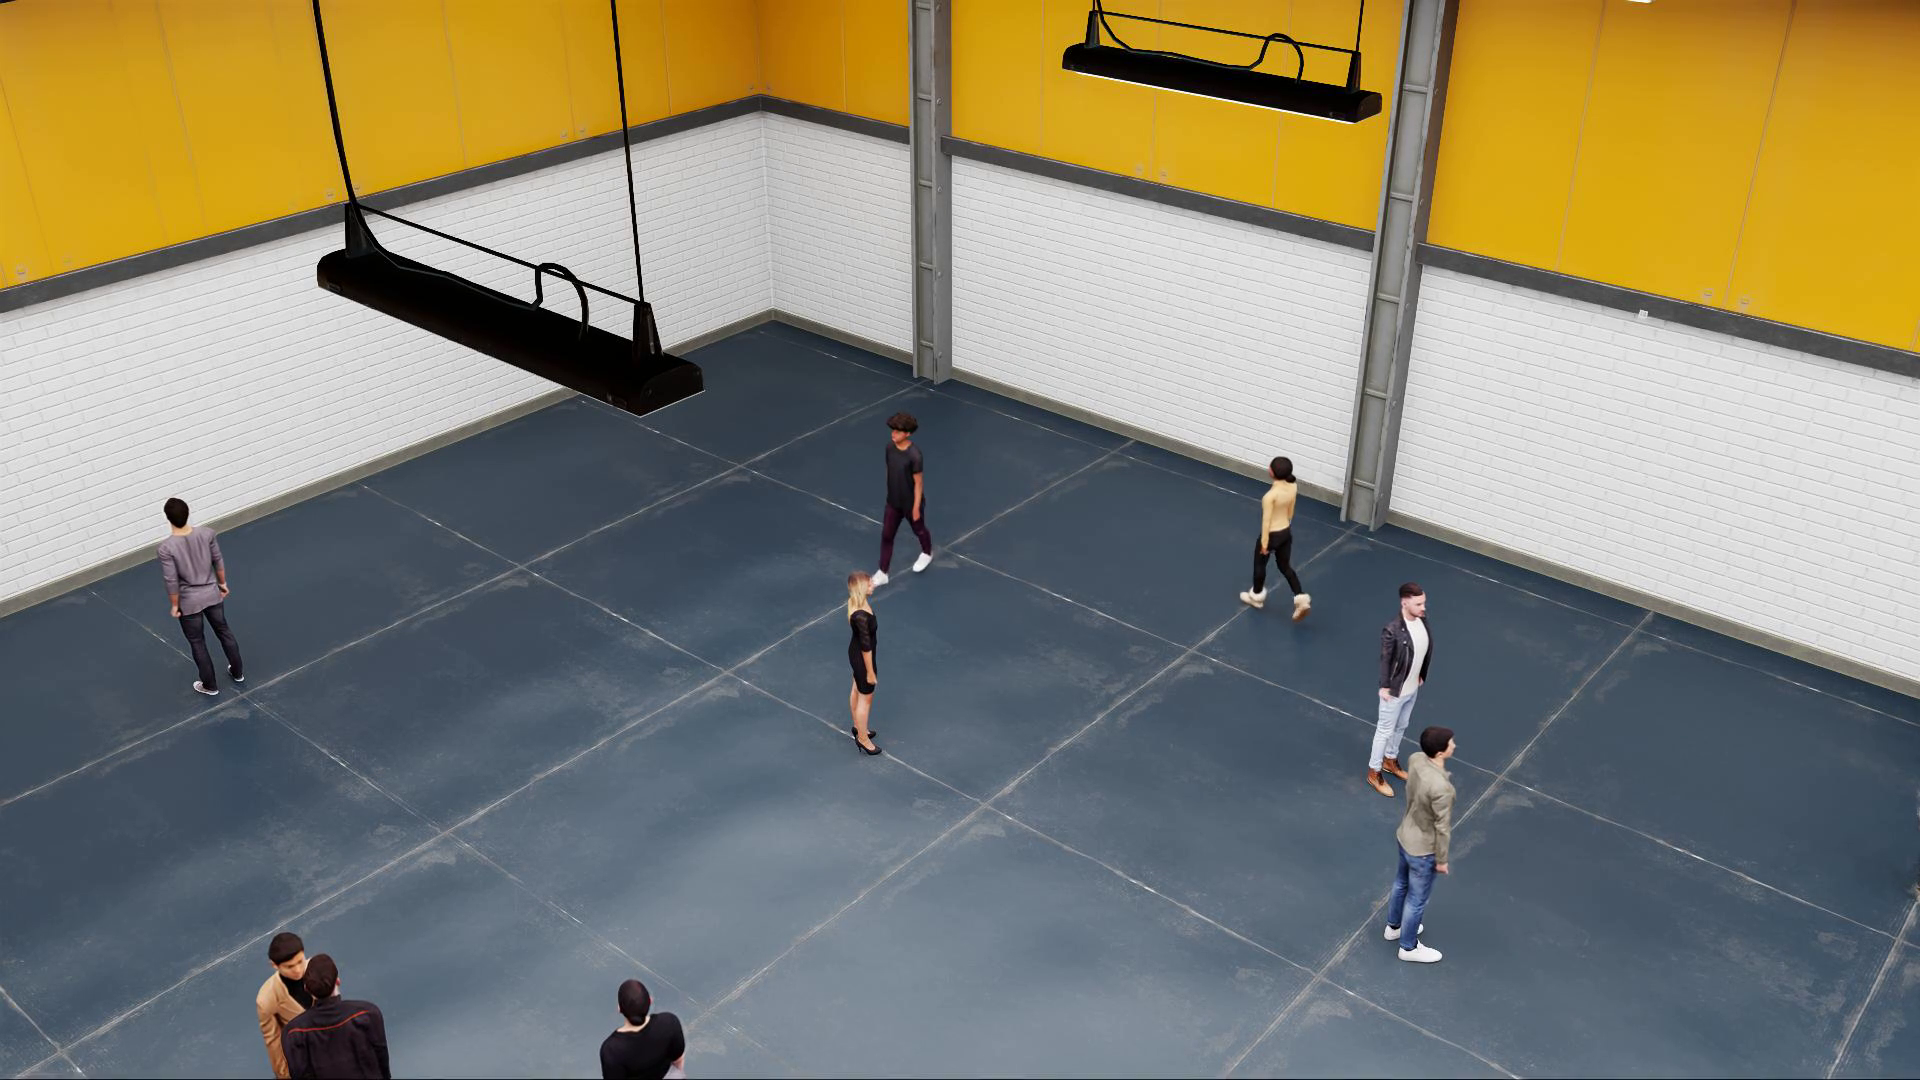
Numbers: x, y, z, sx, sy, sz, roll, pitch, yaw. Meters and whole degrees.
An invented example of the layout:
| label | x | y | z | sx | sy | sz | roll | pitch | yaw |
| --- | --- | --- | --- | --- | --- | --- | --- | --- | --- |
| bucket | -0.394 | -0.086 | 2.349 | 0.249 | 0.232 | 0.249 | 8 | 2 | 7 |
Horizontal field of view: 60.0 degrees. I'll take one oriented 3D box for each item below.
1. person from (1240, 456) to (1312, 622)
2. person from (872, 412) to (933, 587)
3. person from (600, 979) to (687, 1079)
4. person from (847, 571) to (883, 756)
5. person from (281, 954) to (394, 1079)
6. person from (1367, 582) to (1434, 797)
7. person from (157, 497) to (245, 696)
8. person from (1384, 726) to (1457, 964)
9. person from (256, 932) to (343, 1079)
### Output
| label | x | y | z | sx | sy | sz | roll | pitch | yaw |
| --- | --- | --- | --- | --- | --- | --- | --- | --- | --- |
| person | 3.001 | -0.003 | 15.444 | 0.789 | 1.636 | 1.096 | -17 | 33 | -28 |
| person | -0.477 | -0.428 | 16.110 | 1.018 | 1.743 | 0.736 | 20 | 34 | 32 |
| person | -1.759 | 3.201 | 9.441 | 0.728 | 1.759 | 0.713 | -18 | 33 | -29 |
| person | -0.797 | 0.986 | 13.587 | 0.668 | 1.677 | 0.581 | -6 | 29 | -11 |
| person | -3.473 | 3.120 | 9.430 | 0.775 | 1.912 | 0.750 | -12 | 31 | -21 |
| person | 3.469 | 1.139 | 13.141 | 0.685 | 1.837 | 0.597 | -23 | 36 | -36 |
| person | -6.568 | 0.472 | 14.345 | 0.527 | 1.853 | 0.668 | 21 | 35 | 33 |
| person | 3.153 | 2.068 | 11.409 | 0.849 | 1.864 | 0.771 | -4 | 29 | -7 |
| person | -3.853 | 2.984 | 9.878 | 0.617 | 1.721 | 0.633 | 24 | 37 | 37 |
